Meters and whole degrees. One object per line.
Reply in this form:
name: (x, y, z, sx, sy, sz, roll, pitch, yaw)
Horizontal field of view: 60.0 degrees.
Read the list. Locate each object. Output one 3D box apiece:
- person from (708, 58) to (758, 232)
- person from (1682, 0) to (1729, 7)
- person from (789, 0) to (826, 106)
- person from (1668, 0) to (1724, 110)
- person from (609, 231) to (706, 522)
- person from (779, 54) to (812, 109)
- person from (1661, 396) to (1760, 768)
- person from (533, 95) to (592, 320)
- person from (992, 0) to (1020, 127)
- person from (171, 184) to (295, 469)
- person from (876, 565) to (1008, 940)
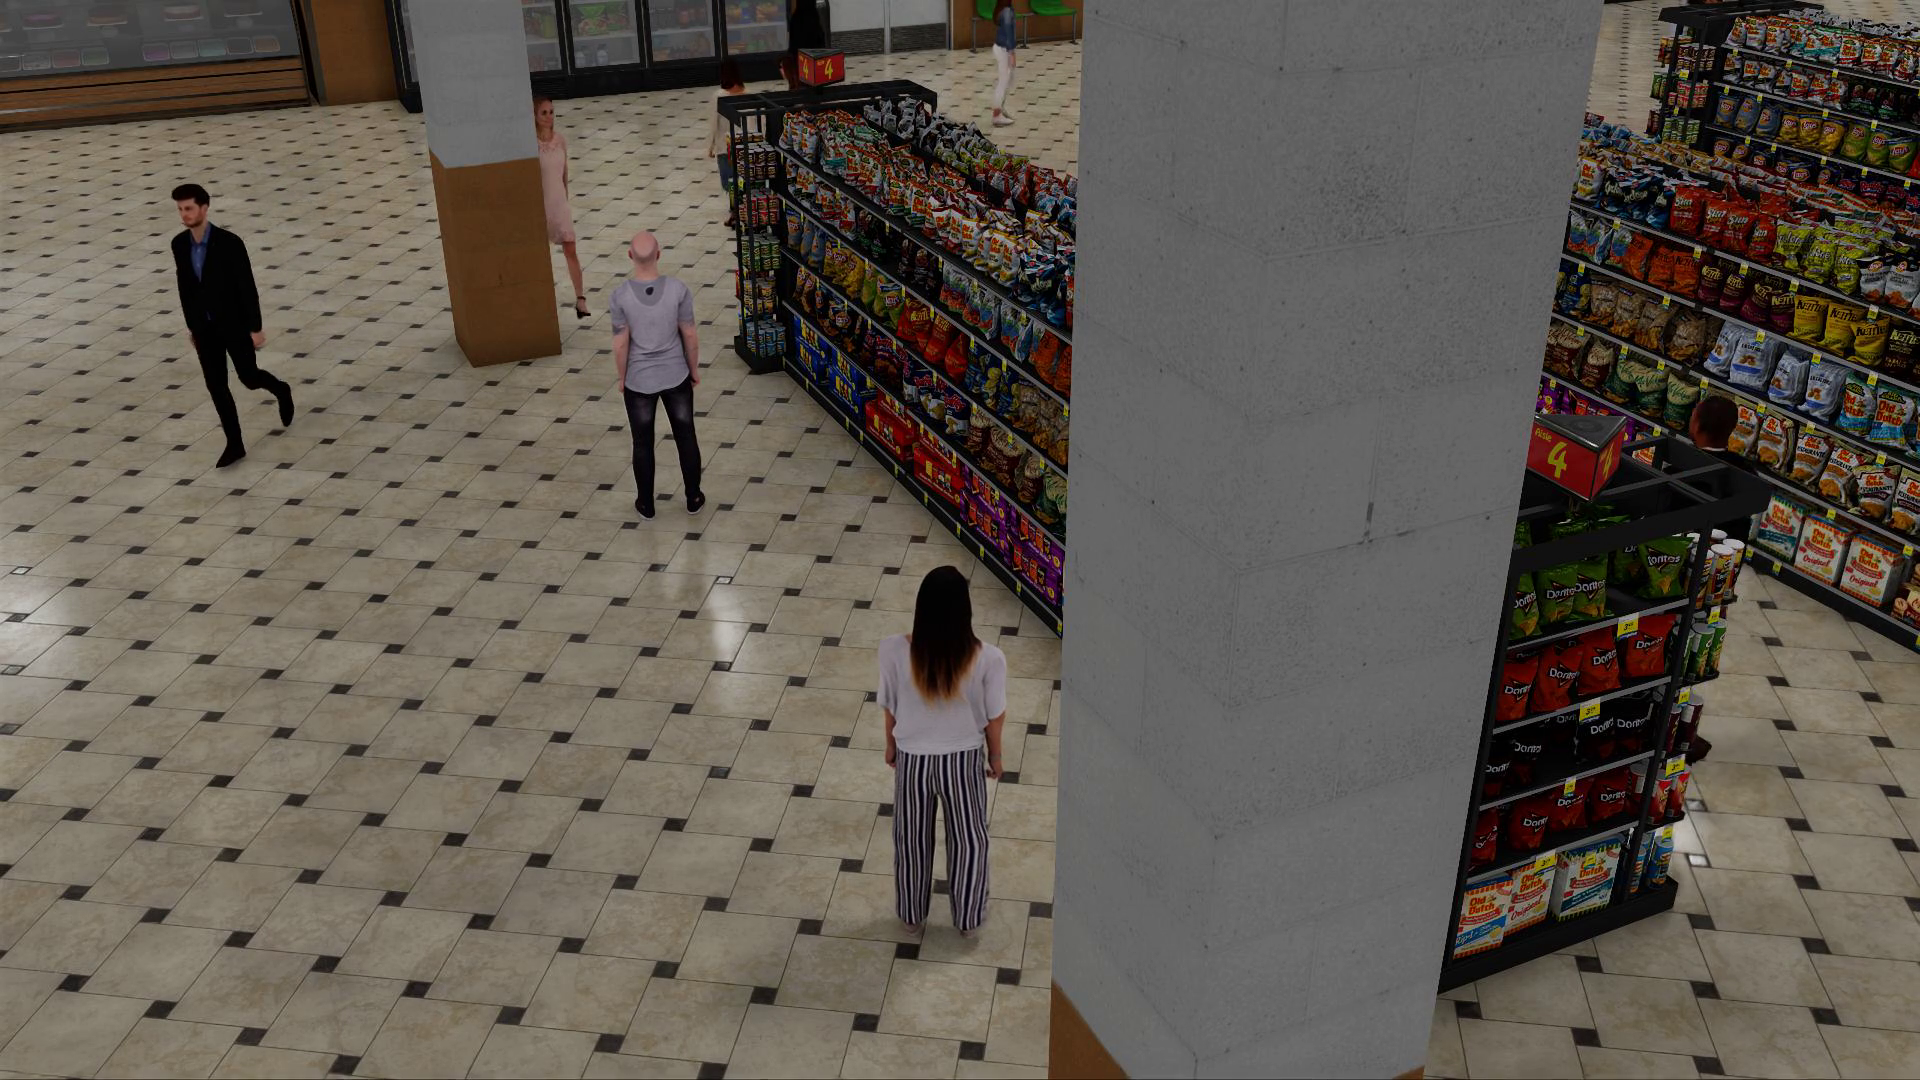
person: (-2.081, -3.624, 15.559, 0.741, 1.652, 1.042, -18, 32, -31)
person: (8.897, -6.007, 19.980, 1.119, 1.903, 1.040, 21, 33, 35)
person: (-1.827, -5.494, 19.300, 0.940, 1.603, 0.944, 18, 32, 31)
person: (7.929, -4.952, 17.883, 0.950, 1.918, 0.940, 24, 35, 38)
person: (-1.856, -1.002, 10.182, 0.701, 1.838, 0.640, -7, 28, -13)
person: (-1.369, -3.684, 15.639, 0.971, 1.686, 1.032, 4, 27, 8)
person: (3.313, 0.274, 7.611, 0.837, 1.888, 1.092, -6, 28, -12)
person: (-3.414, -2.706, 13.616, 0.710, 1.771, 1.185, -17, 31, -30)
person: (0.440, -5.790, 19.789, 0.770, 1.689, 0.625, -3, 27, -5)
person: (-4.847, -1.455, 11.044, 1.053, 1.868, 1.198, 4, 27, 8)
person: (-0.078, 0.869, 6.668, 0.784, 1.681, 0.811, 4, 27, 9)
